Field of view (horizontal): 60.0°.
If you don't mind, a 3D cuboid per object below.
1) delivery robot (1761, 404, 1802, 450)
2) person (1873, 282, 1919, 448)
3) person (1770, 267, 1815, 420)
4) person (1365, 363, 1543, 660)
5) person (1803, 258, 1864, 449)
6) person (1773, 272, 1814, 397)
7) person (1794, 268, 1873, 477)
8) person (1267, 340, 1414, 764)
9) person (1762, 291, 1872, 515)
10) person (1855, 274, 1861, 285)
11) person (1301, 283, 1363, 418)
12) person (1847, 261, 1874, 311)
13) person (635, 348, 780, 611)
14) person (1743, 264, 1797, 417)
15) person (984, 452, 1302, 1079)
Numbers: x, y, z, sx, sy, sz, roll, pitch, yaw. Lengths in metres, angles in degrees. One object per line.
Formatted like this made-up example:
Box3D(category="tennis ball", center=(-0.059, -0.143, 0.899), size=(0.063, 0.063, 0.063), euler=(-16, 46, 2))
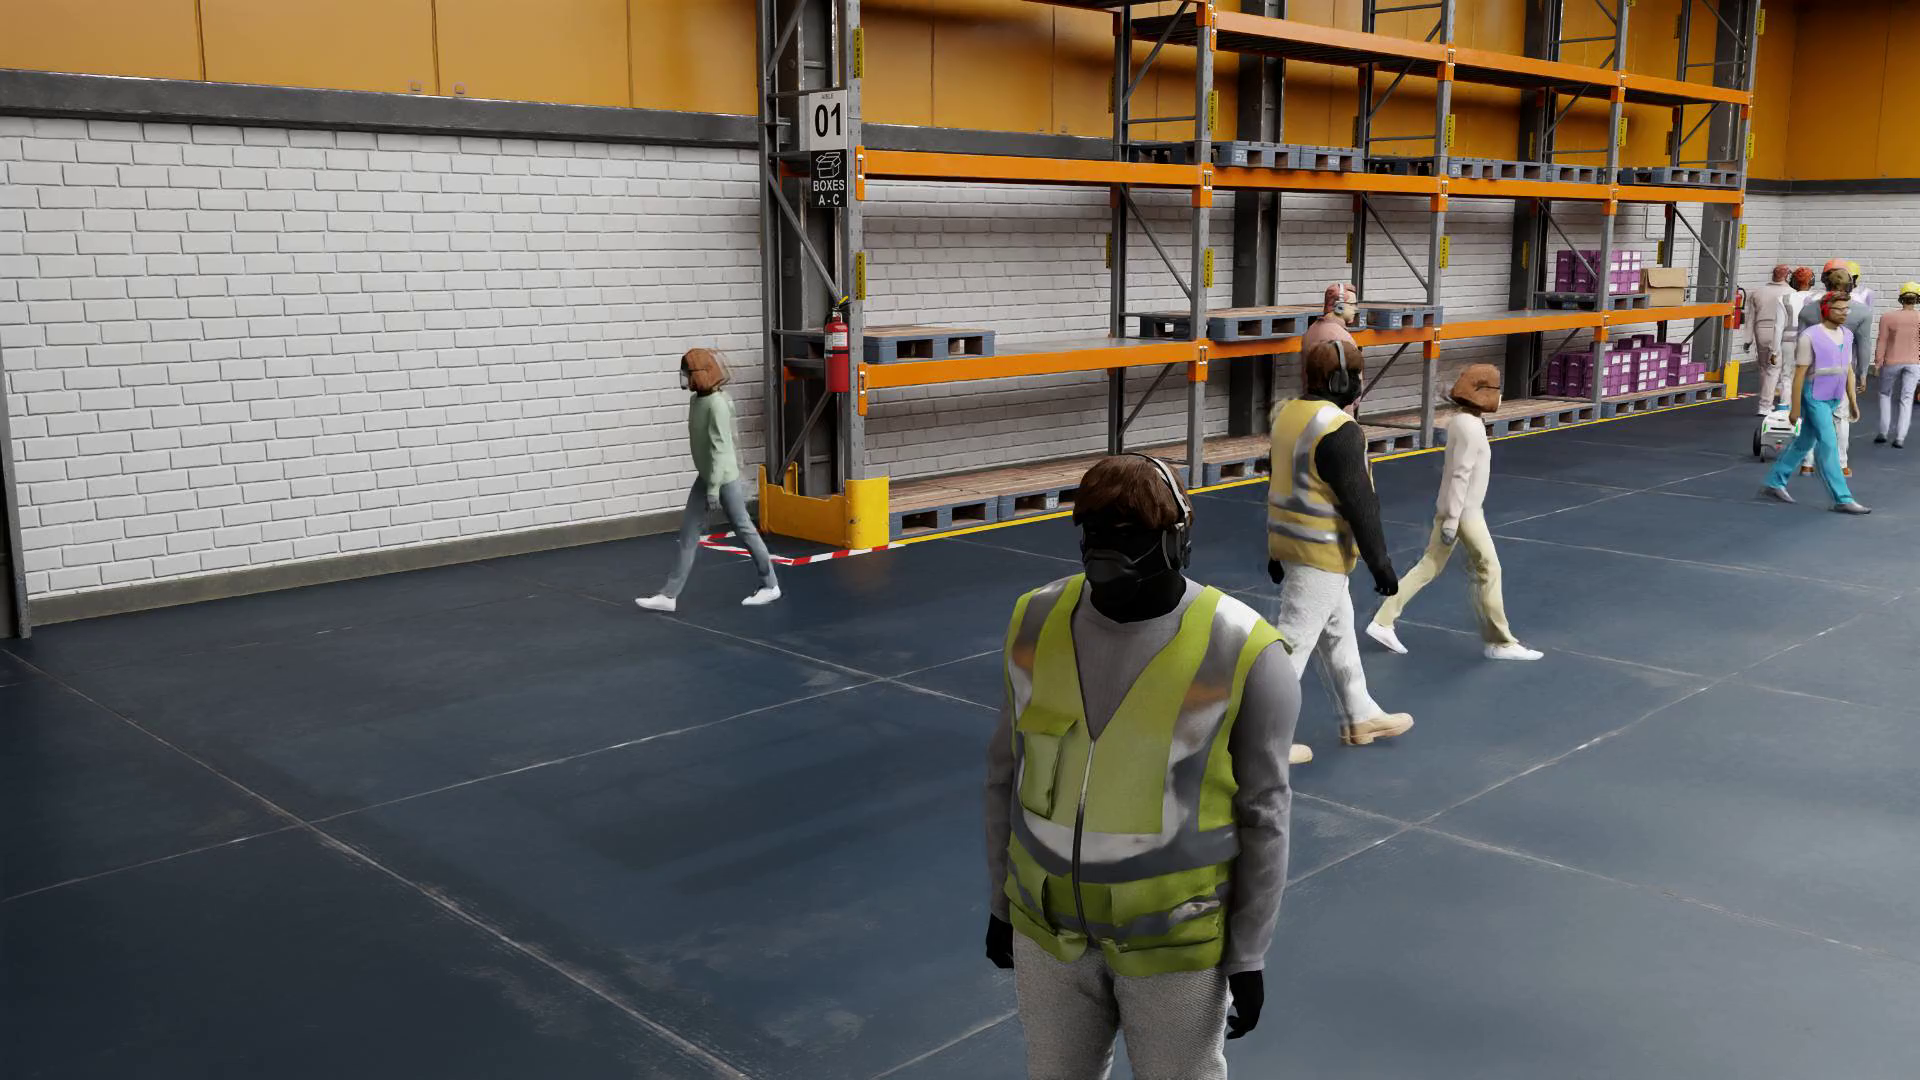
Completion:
Box3D(category="delivery robot", center=(8.217, -1.117, 16.632), size=(0.477, 0.478, 0.707), euler=(5, 12, 27))
Box3D(category="person", center=(10.012, -1.863, 17.685), size=(0.552, 1.741, 0.630), euler=(4, 11, 20))
Box3D(category="person", center=(9.555, -2.159, 18.945), size=(0.574, 1.884, 0.361), euler=(3, 11, 16))
Box3D(category="person", center=(2.618, -0.148, 8.811), size=(0.901, 1.583, 0.507), euler=(1, 10, 8))
Box3D(category="person", center=(9.066, -1.926, 17.346), size=(0.611, 2.013, 0.545), euler=(2, 11, 9))
Box3D(category="person", center=(11.356, -2.789, 22.771), size=(0.640, 1.743, 1.096), euler=(6, 12, 29))
Box3D(category="person", center=(8.086, -1.543, 15.440), size=(0.634, 1.936, 0.351), euler=(8, 13, 38))
Box3D(category="person", center=(1.630, 0.064, 7.057), size=(0.913, 1.801, 0.641), euler=(-1, 10, -7))
Box3D(category="person", center=(7.074, -1.140, 13.642), size=(0.579, 1.796, 0.997), euler=(-6, 12, -30))
Box3D(category="person", center=(12.077, -2.817, 22.814), size=(0.591, 1.781, 0.919), euler=(4, 11, 20))
Box3D(category="person", center=(2.664, -0.871, 11.866), size=(0.401, 1.904, 0.651), euler=(-2, 11, -10))
Box3D(category="person", center=(12.072, -2.838, 22.633), size=(0.595, 1.898, 0.767), euler=(10, 14, 43))
Box3D(category="person", center=(-1.480, -0.354, 9.926), size=(0.903, 1.574, 0.508), euler=(-6, 12, -29))
Box3D(category="person", center=(10.214, -2.489, 20.738), size=(0.829, 1.877, 0.681), euler=(-8, 13, -37))
Box3D(category="person", center=(0.312, 0.746, 3.218), size=(0.619, 1.845, 0.430), euler=(6, 12, 28))
